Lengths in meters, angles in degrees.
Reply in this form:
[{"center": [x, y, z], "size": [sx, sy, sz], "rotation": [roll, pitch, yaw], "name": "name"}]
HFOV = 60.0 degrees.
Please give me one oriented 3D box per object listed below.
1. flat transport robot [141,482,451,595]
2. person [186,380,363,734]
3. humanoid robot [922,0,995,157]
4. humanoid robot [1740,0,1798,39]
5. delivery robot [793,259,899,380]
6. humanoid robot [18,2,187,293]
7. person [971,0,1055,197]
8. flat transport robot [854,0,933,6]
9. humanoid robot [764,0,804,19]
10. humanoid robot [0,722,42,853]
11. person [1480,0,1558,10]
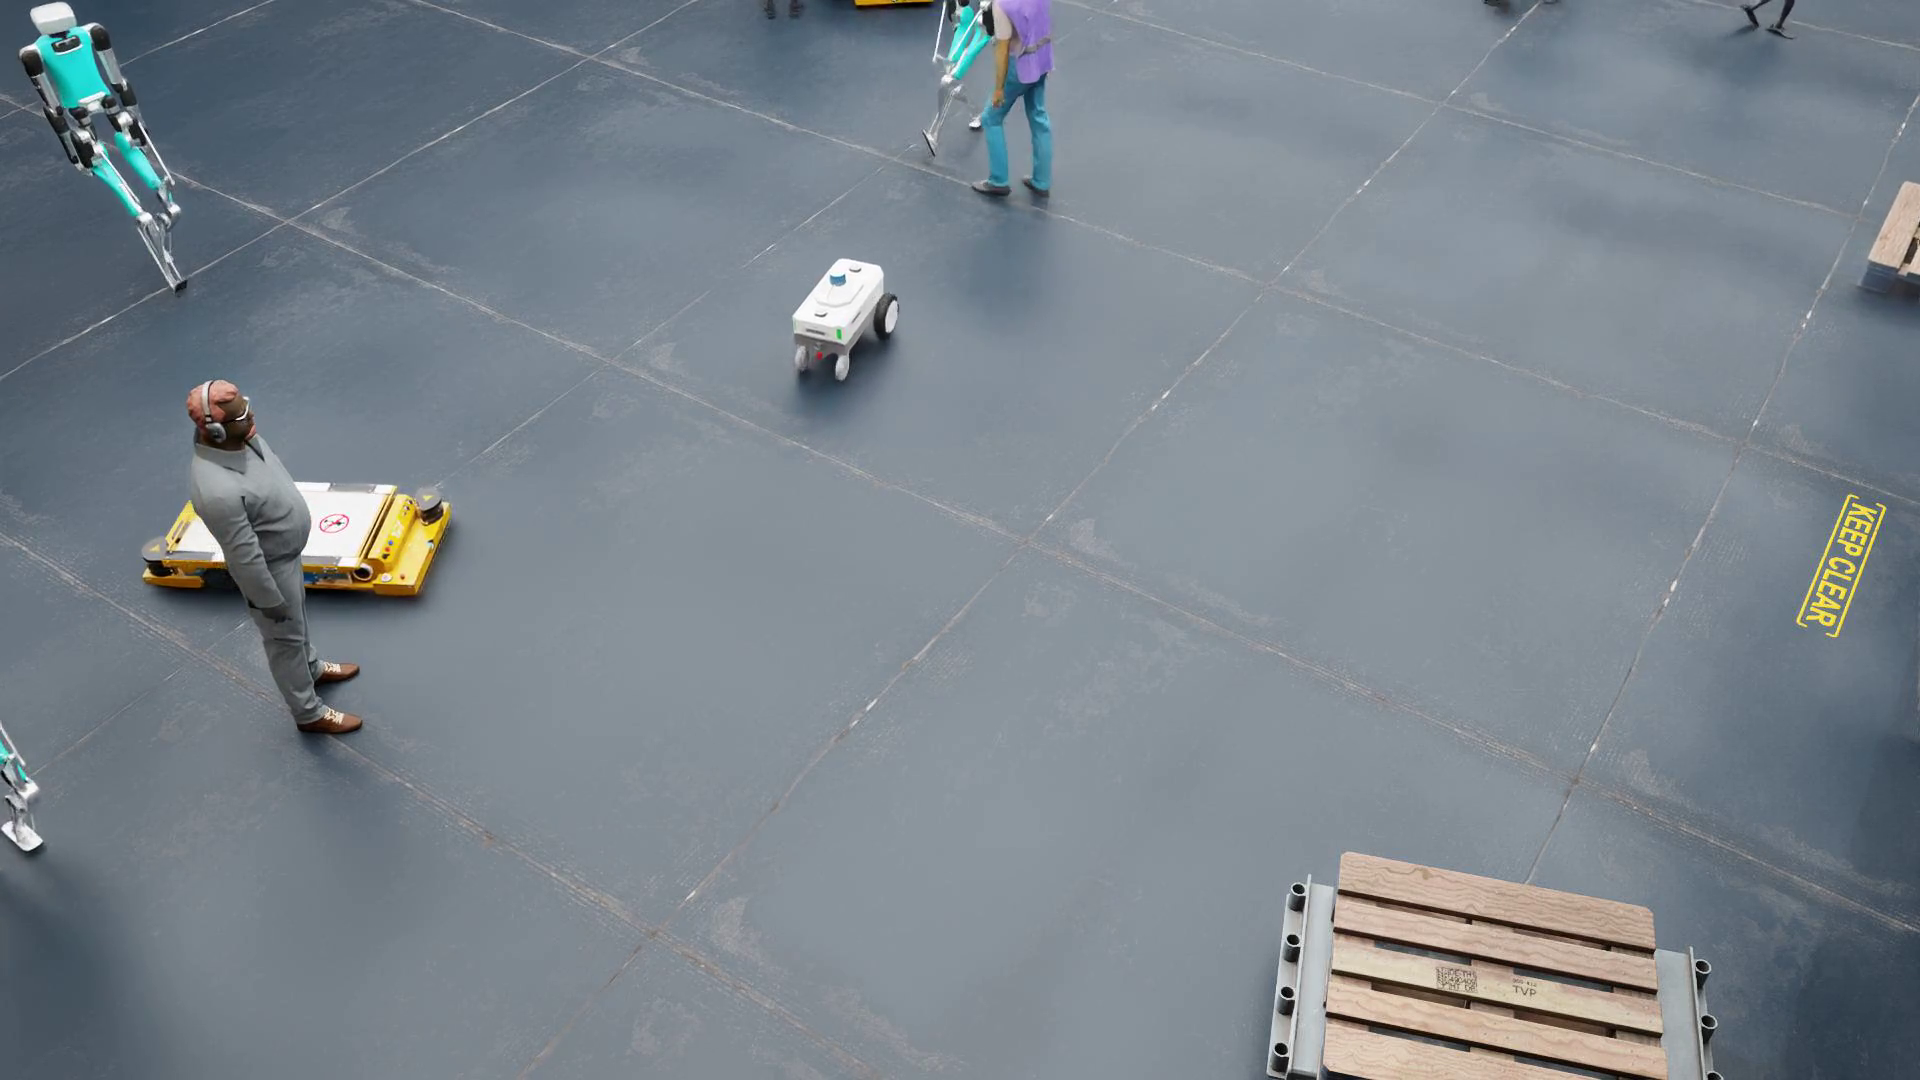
[{"center": [-3.499, -0.014, 8.795], "size": [1.431, 0.231, 0.659], "rotation": [2, 42, 2], "name": "flat transport robot"}, {"center": [-3.077, 0.077, 7.465], "size": [0.410, 1.910, 0.638], "rotation": [-10, 43, -11], "name": "person"}, {"center": [-0.044, -3.609, 11.732], "size": [0.532, 1.769, 0.988], "rotation": [28, 49, 28], "name": "humanoid robot"}, {"center": [6.604, -4.773, 13.088], "size": [0.507, 1.643, 0.613], "rotation": [19, 45, 20], "name": "humanoid robot"}, {"center": [-0.725, -1.390, 10.119], "size": [0.499, 0.593, 0.789], "rotation": [14, 44, 15], "name": "delivery robot"}, {"center": [-5.206, -2.353, 10.367], "size": [0.558, 1.854, 0.830], "rotation": [-33, 51, -31], "name": "humanoid robot"}, {"center": [0.361, -3.135, 11.135], "size": [0.587, 1.814, 0.593], "rotation": [25, 48, 26], "name": "person"}, {"center": [-0.662, -5.015, 14.392], "size": [0.659, 0.231, 1.431], "rotation": [-6, 42, -7], "name": "flat transport robot"}, {"center": [-1.468, -5.042, 13.367], "size": [0.613, 1.646, 0.405], "rotation": [0, 42, 0], "name": "humanoid robot"}, {"center": [-4.162, 0.785, 6.837], "size": [0.661, 1.846, 0.541], "rotation": [30, 50, 29], "name": "humanoid robot"}, {"center": [4.747, -5.194, 13.388], "size": [0.981, 1.865, 0.621], "rotation": [-24, 47, -25], "name": "person"}]
